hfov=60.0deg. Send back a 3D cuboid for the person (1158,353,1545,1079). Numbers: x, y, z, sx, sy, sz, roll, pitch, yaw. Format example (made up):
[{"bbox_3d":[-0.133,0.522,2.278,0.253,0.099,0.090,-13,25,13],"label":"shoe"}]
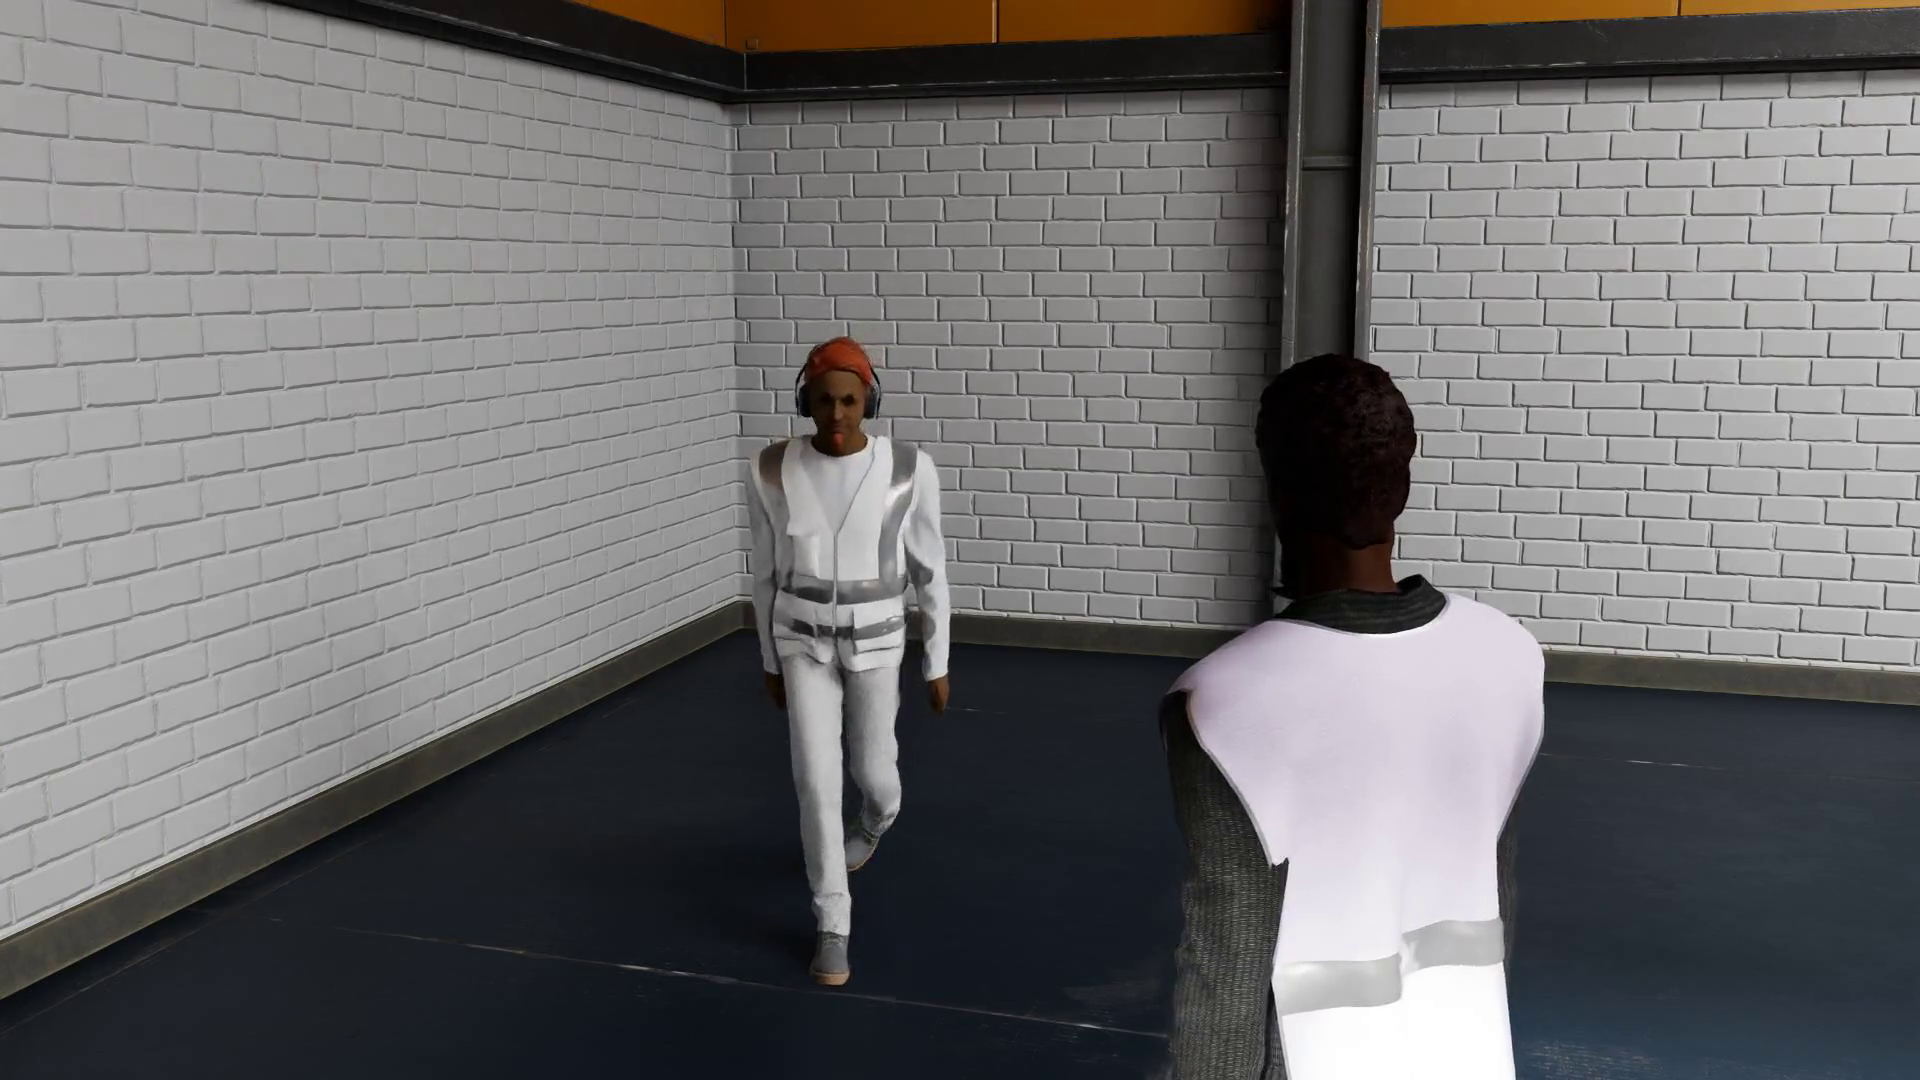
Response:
[{"bbox_3d":[0.491,0.727,2.123,0.590,1.917,0.396,-6,11,-34],"label":"person"}]

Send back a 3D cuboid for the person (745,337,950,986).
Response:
[{"bbox_3d":[-0.320,0.302,4.980,0.588,1.847,0.815,0,9,2],"label":"person"}]
